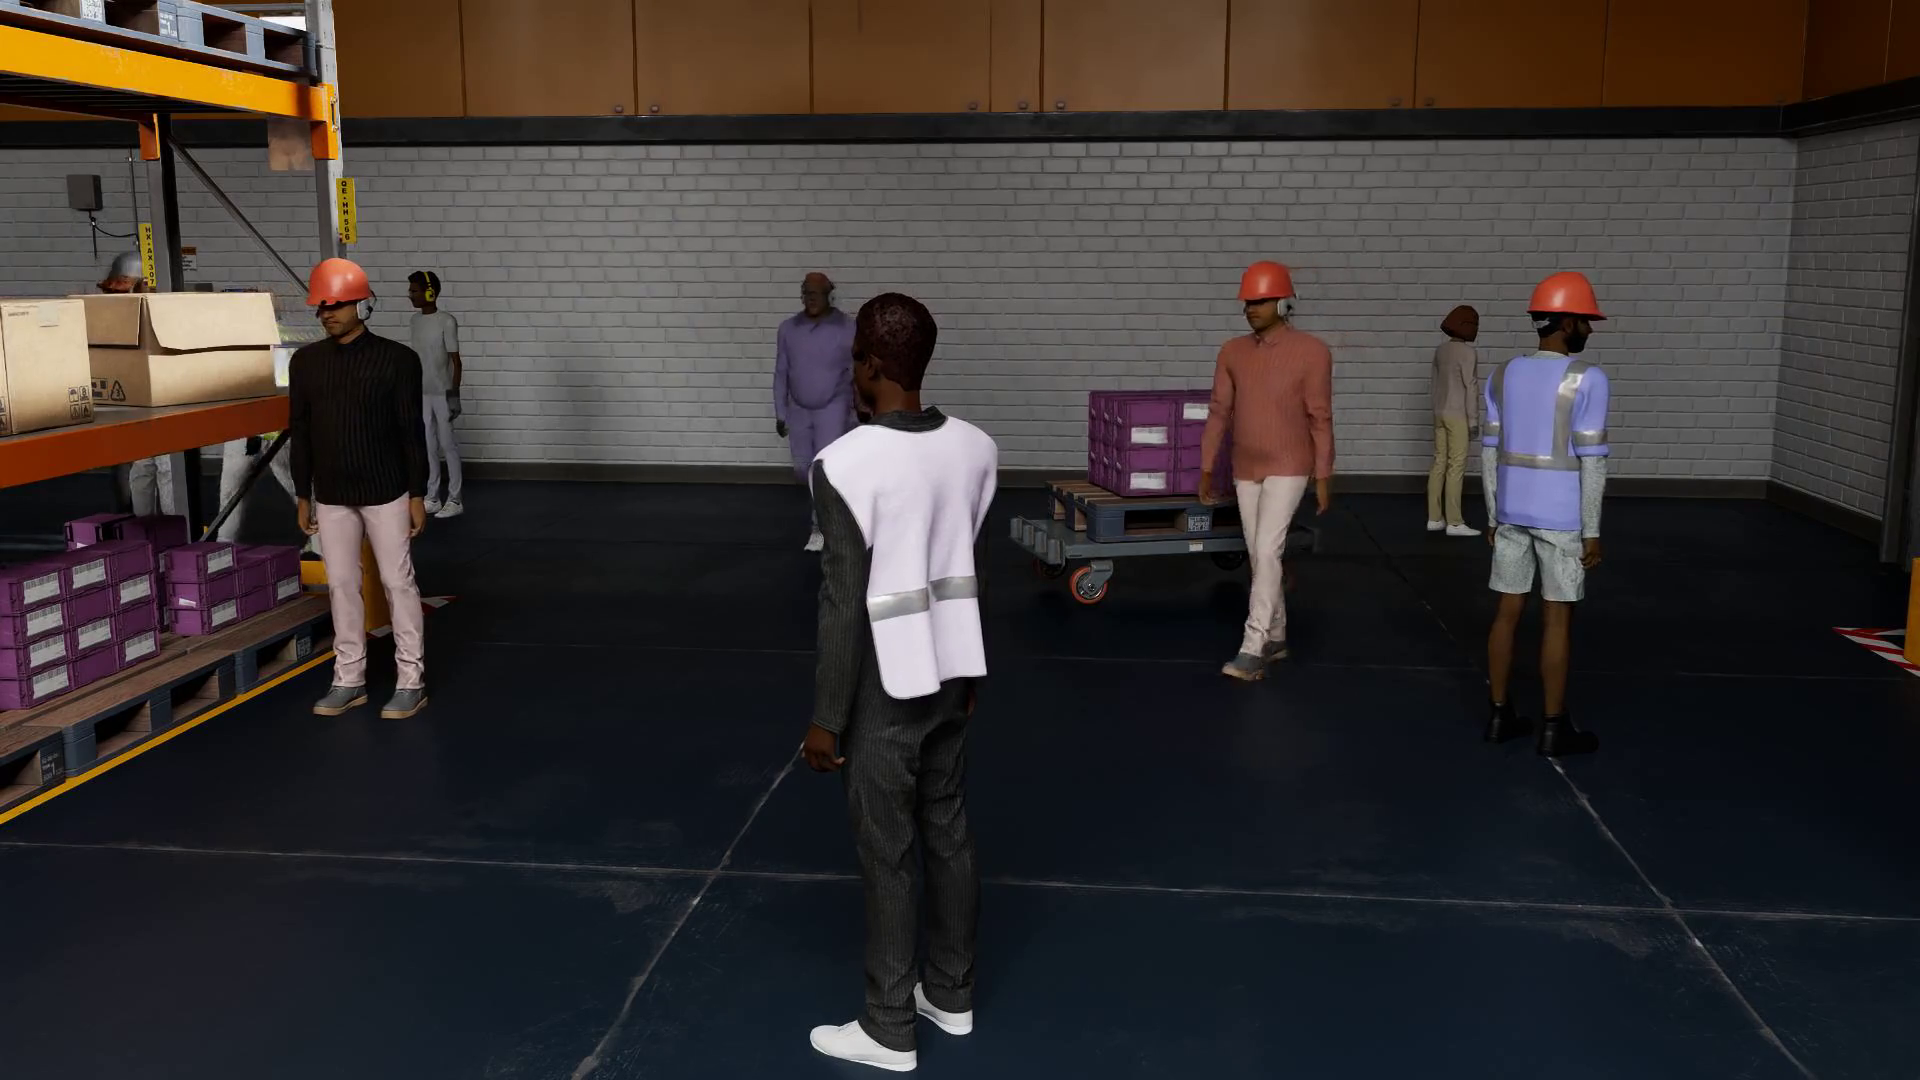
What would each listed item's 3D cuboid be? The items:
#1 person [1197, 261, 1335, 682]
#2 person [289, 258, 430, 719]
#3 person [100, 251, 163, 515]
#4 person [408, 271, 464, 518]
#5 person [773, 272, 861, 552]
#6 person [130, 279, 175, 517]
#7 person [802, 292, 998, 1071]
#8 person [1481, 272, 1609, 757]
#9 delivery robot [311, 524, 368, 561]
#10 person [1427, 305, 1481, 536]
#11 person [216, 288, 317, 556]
[{"bbox_3d":[1.374,-0.321,7.869,0.644,1.958,0.864,10,14,44],"label":"person"},{"bbox_3d":[-2.594,-0.208,7.168,0.620,1.986,0.400,1,10,6],"label":"person"},{"bbox_3d":[-5.618,-0.972,11.379,0.694,2.000,0.536,2,10,11],"label":"person"},{"bbox_3d":[-3.984,-1.094,12.590,0.521,1.864,0.335,6,12,32],"label":"person"},{"bbox_3d":[-0.956,-0.895,11.412,0.644,1.882,0.775,3,10,17],"label":"person"},{"bbox_3d":[-5.261,-0.792,10.929,0.623,1.841,0.430,5,11,27],"label":"person"},{"bbox_3d":[-0.138,0.357,4.121,0.391,1.919,0.591,8,13,38],"label":"person"},{"bbox_3d":[2.358,-0.102,6.703,0.376,1.934,0.547,-7,12,-35],"label":"person"},{"bbox_3d":[-3.455,0.039,9.574,0.477,0.478,0.707,-8,13,-40],"label":"delivery robot"},{"bbox_3d":[3.528,-0.850,11.842,0.282,1.633,0.498,-3,10,-15],"label":"person"},{"bbox_3d":[-4.471,-0.714,10.646,0.610,1.791,0.975,6,12,32],"label":"person"}]
